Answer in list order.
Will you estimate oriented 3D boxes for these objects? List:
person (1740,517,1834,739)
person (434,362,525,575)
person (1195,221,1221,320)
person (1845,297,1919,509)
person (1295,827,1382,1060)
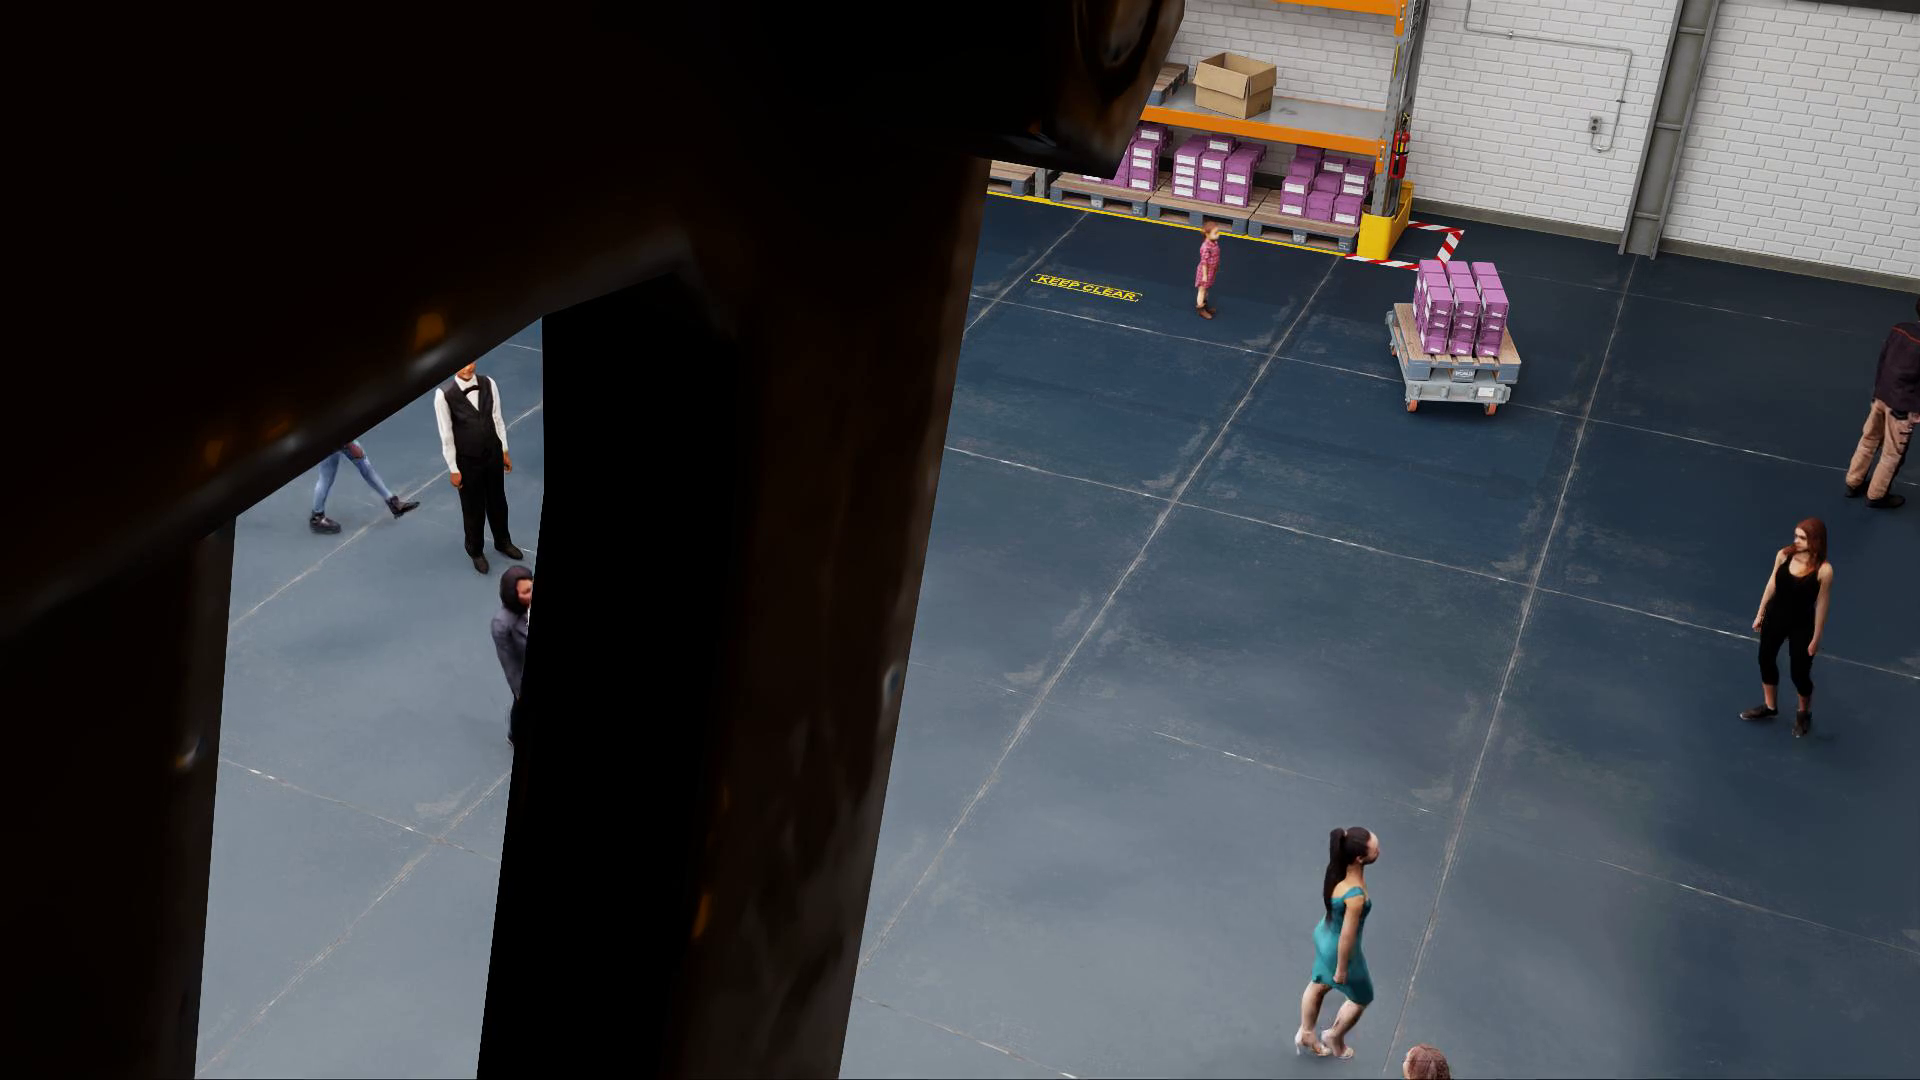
[{"bbox_3d":[5.718,0.583,11.358,0.888,1.695,0.805,-26,41,-33],"label":"person"},{"bbox_3d":[-3.788,-0.667,13.036,0.770,1.919,0.734,-26,42,-34],"label":"person"},{"bbox_3d":[2.537,-2.785,17.033,0.448,1.022,0.432,17,37,23],"label":"person"},{"bbox_3d":[7.754,-1.160,13.773,0.909,1.924,0.841,-10,35,-14],"label":"person"},{"bbox_3d":[1.963,2.197,8.950,0.722,1.673,0.690,-1,34,-1],"label":"person"}]
